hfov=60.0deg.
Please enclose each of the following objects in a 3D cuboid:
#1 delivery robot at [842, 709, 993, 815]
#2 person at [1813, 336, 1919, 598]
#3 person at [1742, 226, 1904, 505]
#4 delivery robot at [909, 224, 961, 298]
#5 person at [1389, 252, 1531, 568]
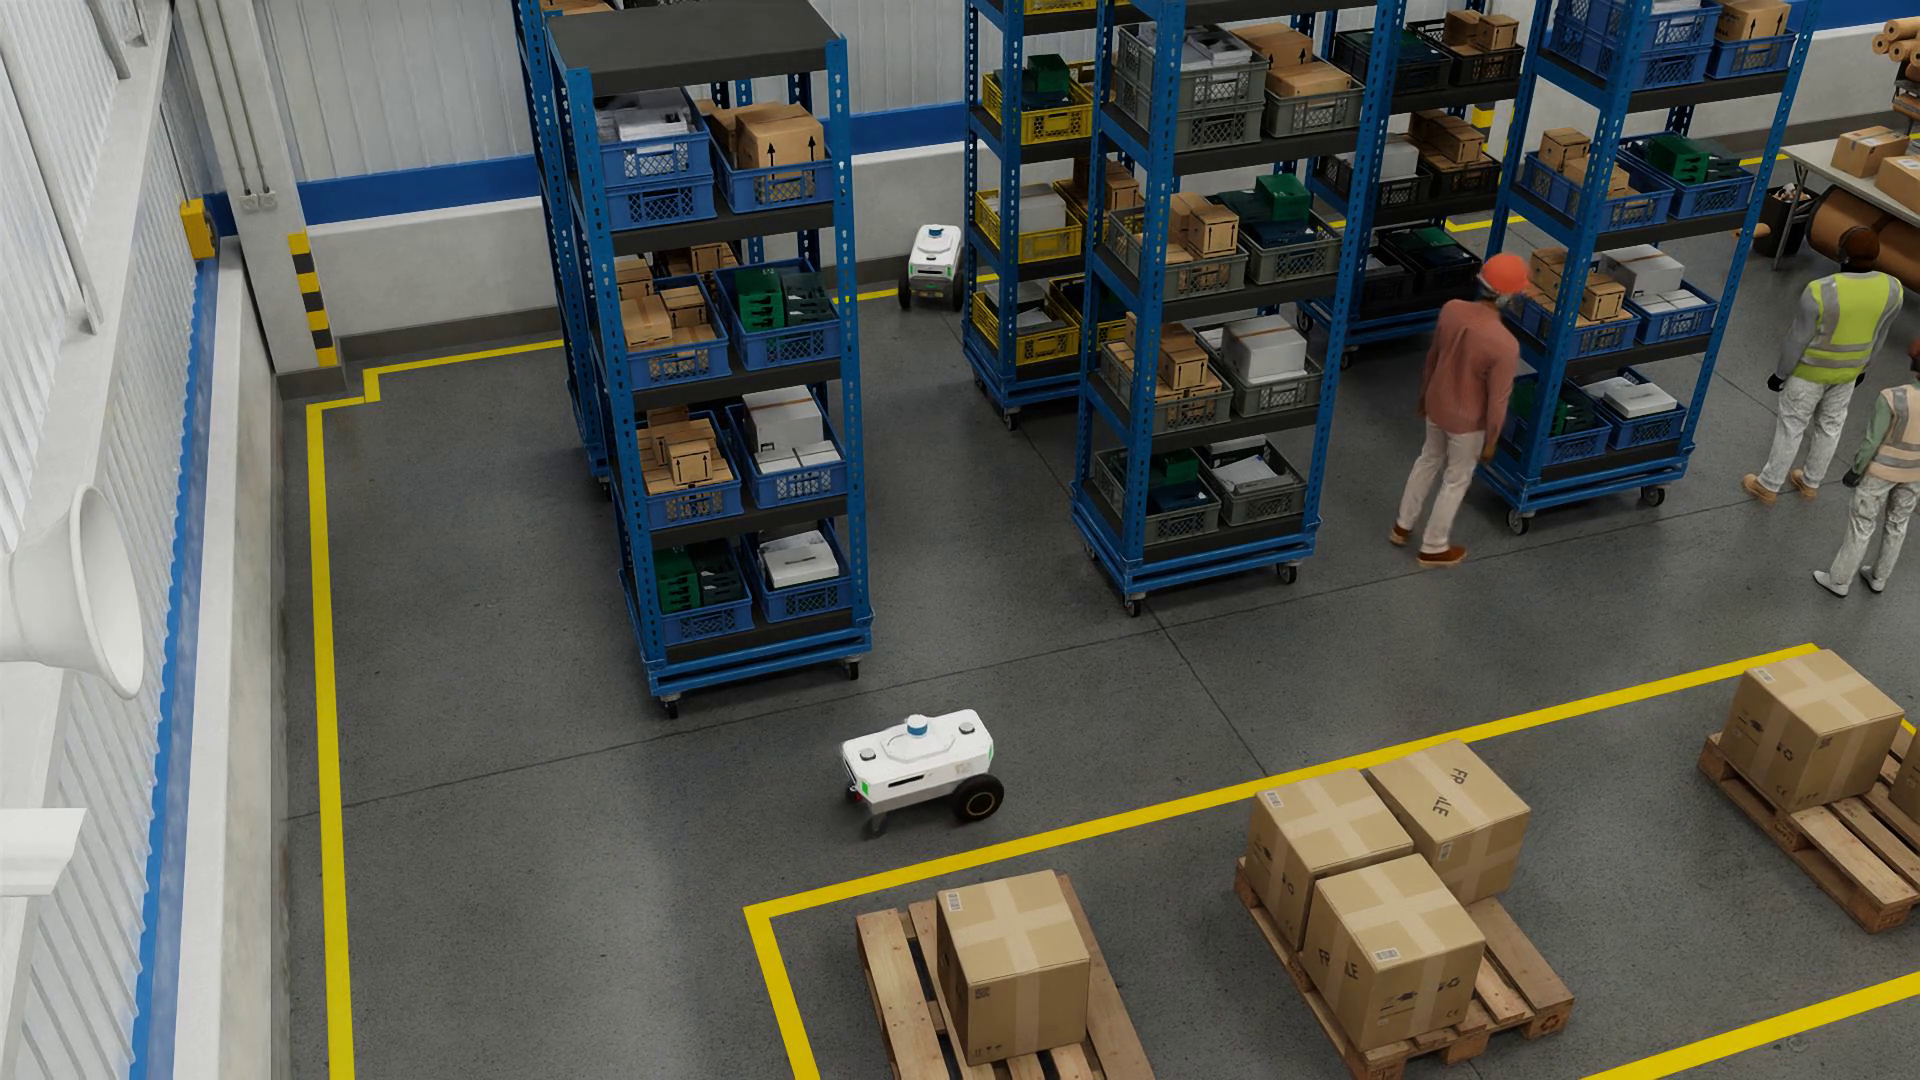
[{"bbox_3d":[-0.209,1.072,8.189,0.707,0.478,0.477,-13,37,-18],"label":"delivery robot"},{"bbox_3d":[5.276,-0.394,9.412,0.523,1.636,0.309,-4,35,-6],"label":"person"},{"bbox_3d":[5.265,-1.050,10.174,0.622,1.838,0.429,-4,35,-5],"label":"person"},{"bbox_3d":[-0.188,-2.192,12.817,0.477,0.478,0.707,4,35,5],"label":"delivery robot"},{"bbox_3d":[2.914,-0.742,9.620,0.459,1.990,0.642,-16,38,-21],"label":"person"}]
